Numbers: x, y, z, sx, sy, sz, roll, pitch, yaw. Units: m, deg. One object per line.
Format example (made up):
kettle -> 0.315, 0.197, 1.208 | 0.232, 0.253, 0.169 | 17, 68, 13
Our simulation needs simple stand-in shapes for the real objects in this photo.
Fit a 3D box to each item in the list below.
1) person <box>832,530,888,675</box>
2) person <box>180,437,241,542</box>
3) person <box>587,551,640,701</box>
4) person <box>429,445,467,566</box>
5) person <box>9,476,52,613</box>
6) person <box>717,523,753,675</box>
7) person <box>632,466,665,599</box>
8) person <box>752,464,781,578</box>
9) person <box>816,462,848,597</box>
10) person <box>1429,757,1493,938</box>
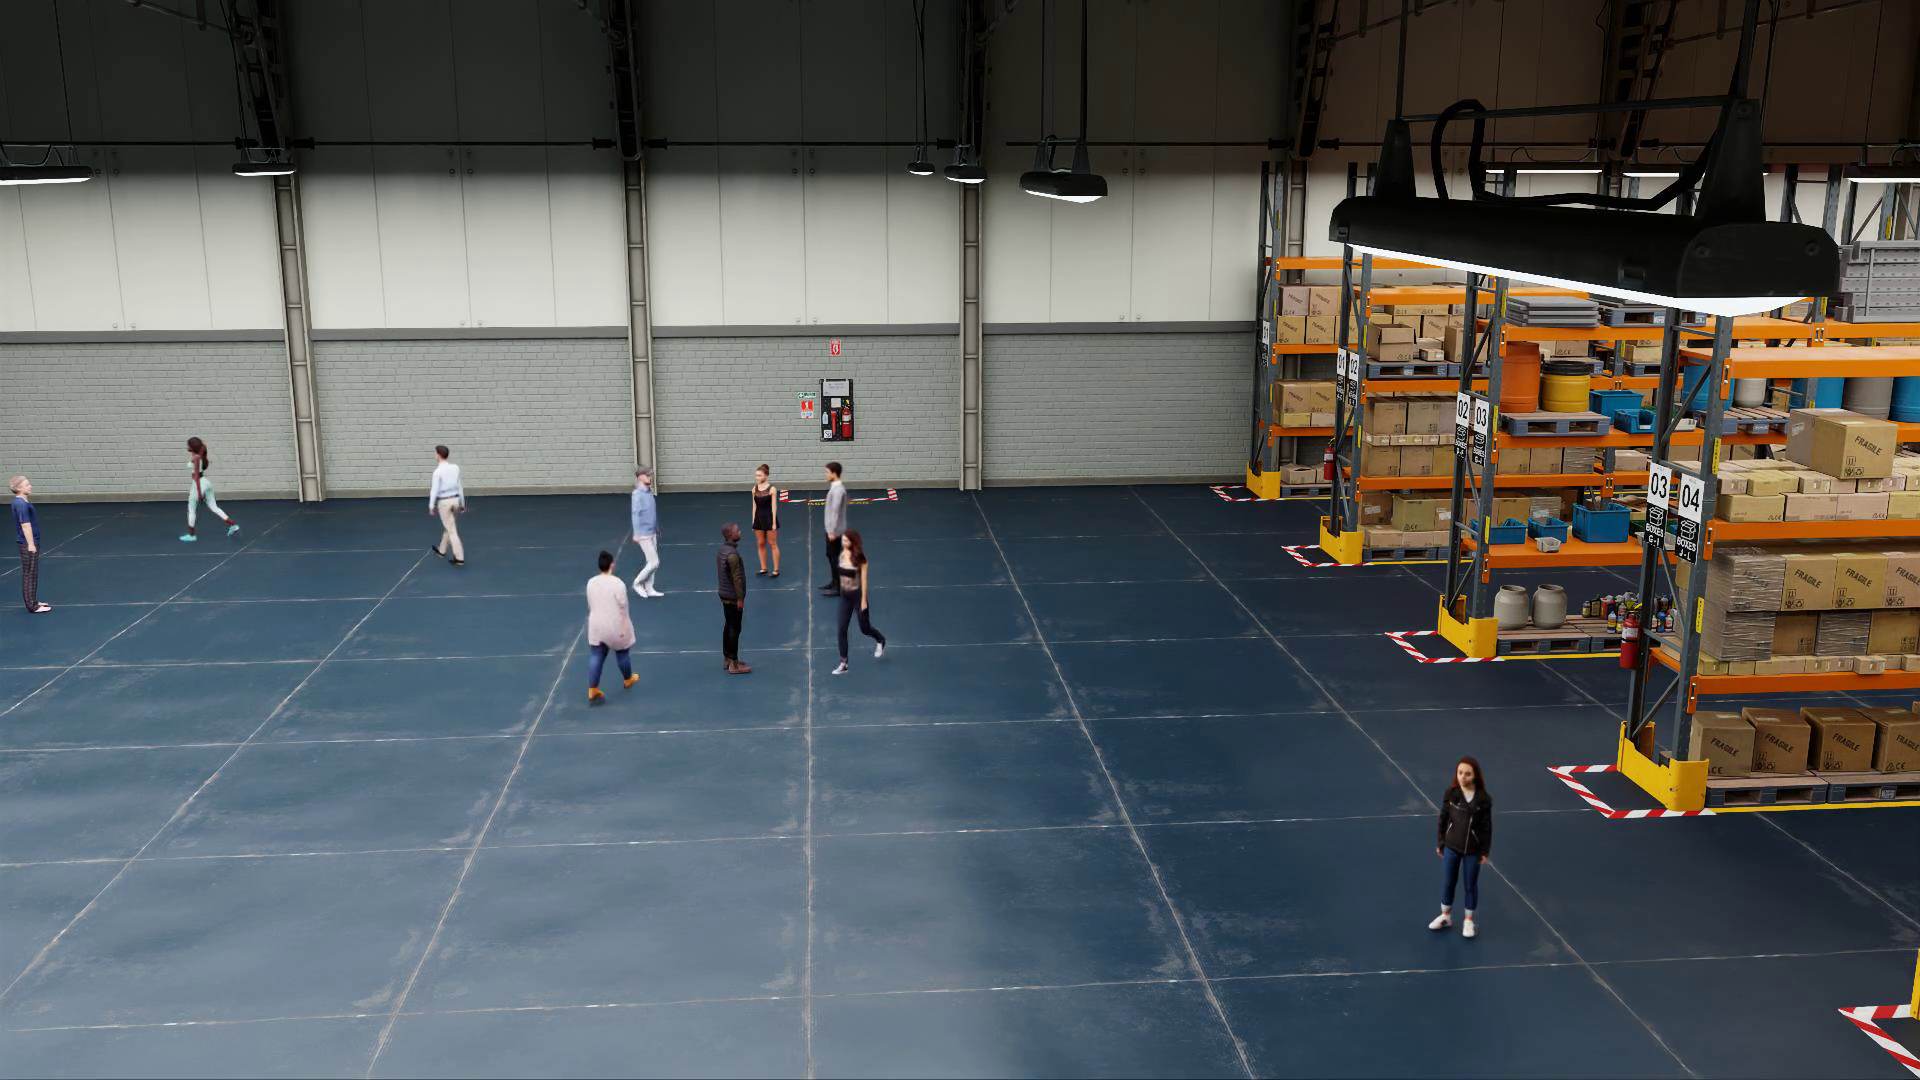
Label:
person -> -1.209, 0.735, 20.054 | 1.176, 1.726, 1.168 | 9, 16, 34
person -> -12.112, -0.798, 26.758 | 1.136, 1.688, 0.566 | -1, 13, -3
person -> -4.057, 1.006, 18.945 | 1.163, 1.700, 1.058 | 5, 14, 20
person -> -7.693, -0.493, 25.185 | 1.227, 1.804, 1.093 | 8, 15, 32
person -> -12.738, 0.043, 22.724 | 0.706, 1.871, 0.734 | -8, 15, -30
person -> -2.745, 0.684, 20.034 | 0.694, 1.836, 0.759 | -6, 14, -23
person -> -4.472, -0.110, 23.372 | 0.752, 1.877, 0.737 | 3, 13, 11
person -> -2.864, -0.290, 24.592 | 0.650, 1.676, 0.748 | 6, 14, 23
person -> -1.732, -0.155, 23.472 | 0.667, 1.920, 0.738 | -2, 13, -7
person -> 4.021, 2.431, 13.274 | 0.603, 1.483, 0.697 | 7, 15, 29
